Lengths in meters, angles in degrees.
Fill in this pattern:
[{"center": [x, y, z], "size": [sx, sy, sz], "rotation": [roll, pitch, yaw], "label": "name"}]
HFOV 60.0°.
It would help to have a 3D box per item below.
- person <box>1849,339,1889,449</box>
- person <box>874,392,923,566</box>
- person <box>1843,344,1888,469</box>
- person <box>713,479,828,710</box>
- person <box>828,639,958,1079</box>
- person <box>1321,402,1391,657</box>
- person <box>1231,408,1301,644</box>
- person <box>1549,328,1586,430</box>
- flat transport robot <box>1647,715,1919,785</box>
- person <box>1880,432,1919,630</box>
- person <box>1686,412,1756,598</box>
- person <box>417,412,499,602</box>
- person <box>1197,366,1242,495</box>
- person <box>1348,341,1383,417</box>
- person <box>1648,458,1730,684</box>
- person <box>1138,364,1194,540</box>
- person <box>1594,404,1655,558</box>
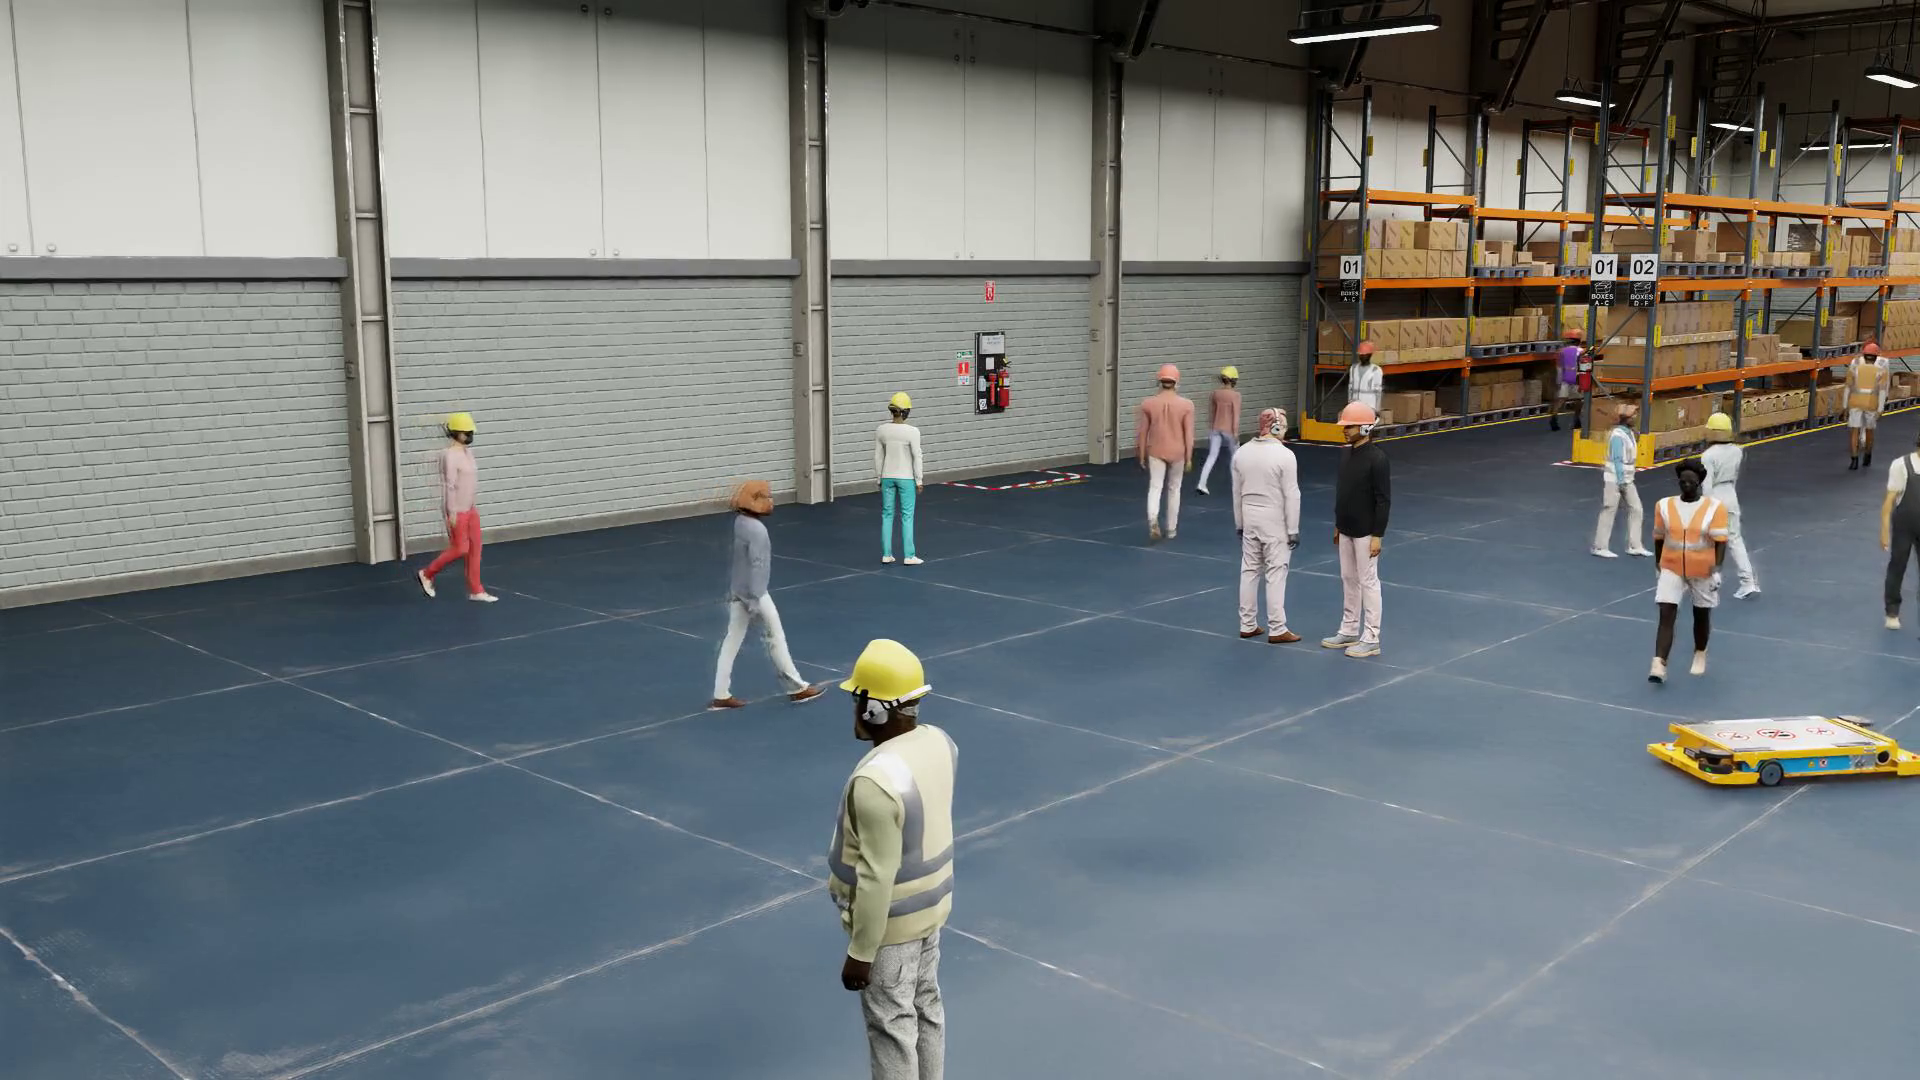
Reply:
[{"center": [15.247, -2.450, 27.939], "size": [0.578, 1.840, 0.989], "rotation": [7, 12, 36], "label": "person"}, {"center": [-0.612, -0.621, 16.972], "size": [0.533, 1.767, 0.321], "rotation": [4, 10, 26], "label": "person"}, {"center": [13.689, -2.022, 25.178], "size": [0.564, 1.883, 1.012], "rotation": [5, 11, 28], "label": "person"}, {"center": [-1.344, 0.370, 11.456], "size": [0.840, 1.593, 0.507], "rotation": [-5, 11, -29], "label": "person"}, {"center": [-0.231, 1.228, 5.497], "size": [0.403, 1.834, 0.589], "rotation": [4, 10, 21], "label": "person"}, {"center": [3.108, -0.087, 13.021], "size": [0.396, 1.993, 0.617], "rotation": [-3, 10, -18], "label": "person"}, {"center": [2.513, -0.118, 13.500], "size": [0.404, 1.903, 0.636], "rotation": [-8, 12, -39], "label": "person"}, {"center": [11.344, -2.982, 30.955], "size": [0.899, 1.911, 0.551], "rotation": [-7, 12, -38], "label": "person"}, {"center": [4.999, 1.259, 10.058], "size": [1.431, 0.197, 0.652], "rotation": [-2, 9, -9], "label": "flat transport robot"}, {"center": [7.828, -0.076, 13.594], "size": [0.552, 1.777, 1.006], "rotation": [2, 10, 13], "label": "person"}, {"center": [7.043, -0.330, 15.386], "size": [0.480, 1.702, 0.893], "rotation": [-3, 10, -16], "label": "person"}, {"center": [-4.548, -0.286, 15.000], "size": [0.616, 1.747, 0.527], "rotation": [1, 9, 7], "label": "person"}, {"center": [3.515, -1.457, 22.196], "size": [0.898, 1.725, 0.550], "rotation": [-8, 12, -40], "label": "person"}, {"center": [6.127, -2.048, 25.175], "size": [0.522, 1.927, 0.561], "rotation": [-9, 13, -44], "label": "person"}, {"center": [5.306, 0.227, 12.141], "size": [0.550, 1.644, 0.894], "rotation": [7, 11, 35], "label": "person"}, {"center": [2.280, -0.963, 18.446], "size": [0.622, 1.972, 0.823], "rotation": [2, 10, 13], "label": "person"}, {"center": [6.960, -0.595, 17.270], "size": [0.689, 1.613, 0.536], "rotation": [7, 12, 37], "label": "person"}]
